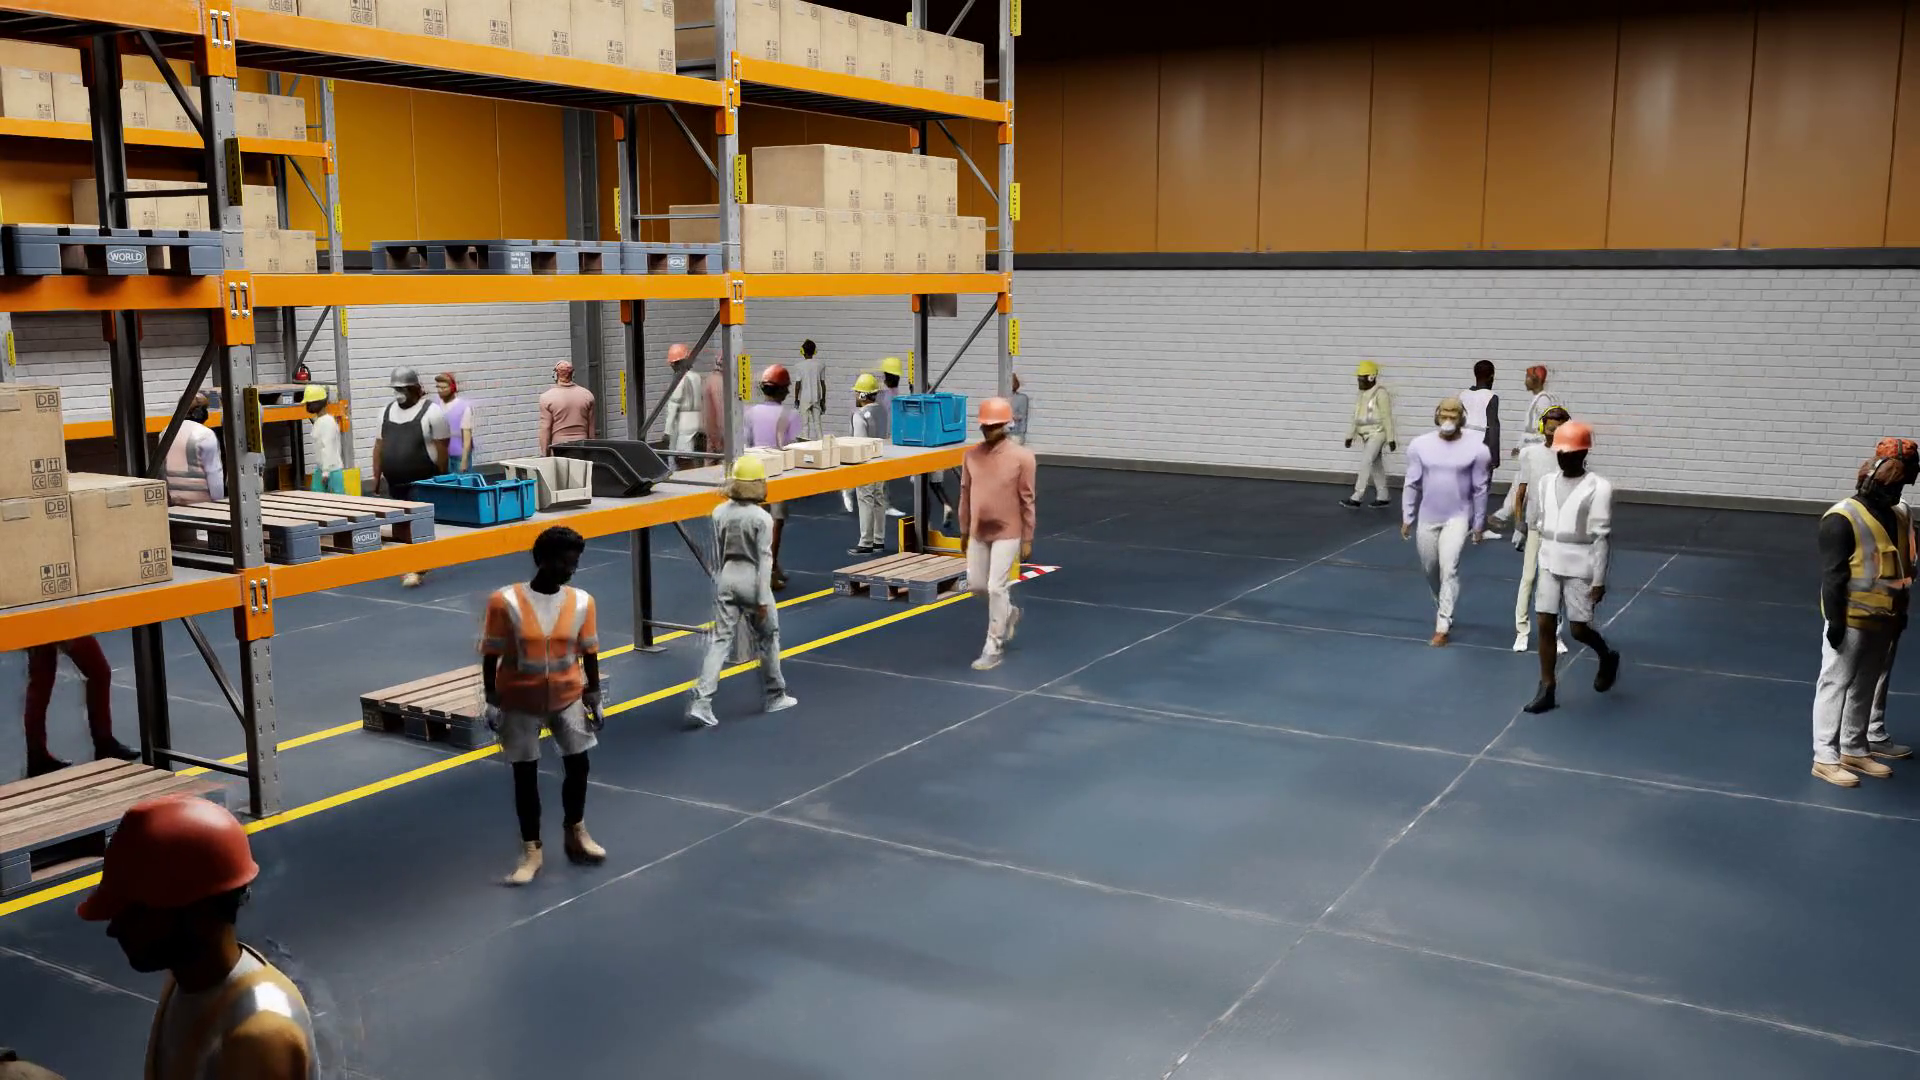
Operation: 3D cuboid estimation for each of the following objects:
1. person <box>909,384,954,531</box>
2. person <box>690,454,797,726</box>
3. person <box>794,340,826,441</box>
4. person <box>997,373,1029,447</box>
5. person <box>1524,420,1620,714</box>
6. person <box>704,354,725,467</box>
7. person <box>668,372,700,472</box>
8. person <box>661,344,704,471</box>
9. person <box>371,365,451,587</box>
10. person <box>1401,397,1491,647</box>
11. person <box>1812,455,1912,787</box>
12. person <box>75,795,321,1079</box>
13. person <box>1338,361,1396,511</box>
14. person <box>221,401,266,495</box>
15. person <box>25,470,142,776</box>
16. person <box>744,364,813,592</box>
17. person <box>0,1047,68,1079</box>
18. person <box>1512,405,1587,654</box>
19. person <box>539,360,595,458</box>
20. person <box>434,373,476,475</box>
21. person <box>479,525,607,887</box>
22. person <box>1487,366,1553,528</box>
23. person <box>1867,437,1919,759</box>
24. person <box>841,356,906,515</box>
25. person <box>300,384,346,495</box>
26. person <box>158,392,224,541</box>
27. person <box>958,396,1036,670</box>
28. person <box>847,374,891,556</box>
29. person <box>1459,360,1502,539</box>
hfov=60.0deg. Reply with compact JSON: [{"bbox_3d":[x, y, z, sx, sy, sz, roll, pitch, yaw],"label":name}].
[{"bbox_3d":[-0.327,-0.902,18.142,0.556,1.682,0.500,-6,11,-33],"label":"person"},{"bbox_3d":[-1.383,0.307,10.528,0.486,1.707,0.868,5,10,28],"label":"person"},{"bbox_3d":[-2.219,-2.022,24.572,0.509,1.872,0.328,-5,10,-26],"label":"person"},{"bbox_3d":[0.679,-1.344,21.170,0.500,1.606,0.729,5,10,28],"label":"person"},{"bbox_3d":[4.010,0.165,10.818,0.742,1.915,0.543,-6,11,-35],"label":"person"},{"bbox_3d":[-2.974,-1.358,20.465,0.498,1.867,0.702,-2,9,-12],"label":"person"},{"bbox_3d":[-3.562,-1.329,21.010,0.531,1.601,0.750,6,11,32],"label":"person"},{"bbox_3d":[-3.315,-1.330,19.833,0.588,2.010,0.601,2,9,12],"label":"person"},{"bbox_3d":[-5.050,-0.589,15.099,0.699,2.000,0.843,3,9,15],"label":"person"},{"bbox_3d":[3.788,-0.172,12.944,0.633,1.912,0.880,5,10,30],"label":"person"},{"bbox_3d":[5.056,0.443,9.298,0.620,1.838,0.430,-5,10,-28],"label":"person"},{"bbox_3d":[-1.398,1.400,3.185,1.012,1.886,0.560,-8,12,-42],"label":"person"},{"bbox_3d":[4.868,-1.245,19.975,0.853,1.791,0.651,-2,9,-14],"label":"person"},{"bbox_3d":[-6.897,-0.686,16.019,0.373,1.941,0.627,0,9,0],"label":"person"},{"bbox_3d":[-5.087,0.452,9.528,0.537,1.744,0.702,6,11,31],"label":"person"},{"bbox_3d":[-1.610,-0.558,14.937,0.607,2.020,0.761,6,11,31],"label":"person"},{"bbox_3d":[-1.176,1.555,2.053,0.370,1.934,0.627,-4,10,-24],"label":"person"},{"bbox_3d":[4.404,-0.077,12.456,0.508,1.865,0.329,1,9,9],"label":"person"},{"bbox_3d":[-4.240,-0.974,17.913,0.639,1.910,0.407,-7,12,-38],"label":"person"},{"bbox_3d":[-5.440,-0.901,17.860,0.575,1.781,0.998,5,10,28],"label":"person"},{"bbox_3d":[-1.953,0.763,7.820,0.594,1.676,0.361,-5,10,-27],"label":"person"},{"bbox_3d":[6.361,-1.013,18.424,1.025,1.827,0.581,3,10,19],"label":"person"},{"bbox_3d":[5.449,0.336,9.814,0.348,1.882,0.584,2,9,10],"label":"person"},{"bbox_3d":[-0.973,-1.208,19.458,0.735,1.892,0.626,3,10,19],"label":"person"},{"bbox_3d":[-6.355,-0.727,16.926,0.837,1.725,0.563,-6,11,-33],"label":"person"},{"bbox_3d":[-6.498,-0.343,14.184,0.633,1.841,0.429,4,10,26],"label":"person"},{"bbox_3d":[0.293,-0.071,12.082,0.628,1.971,0.674,6,11,31],"label":"person"},{"bbox_3d":[-0.937,-0.758,16.786,0.404,1.837,0.590,4,10,26],"label":"person"},{"bbox_3d":[5.572,-0.972,17.867,0.391,1.921,0.593,-4,10,-22],"label":"person"}]
